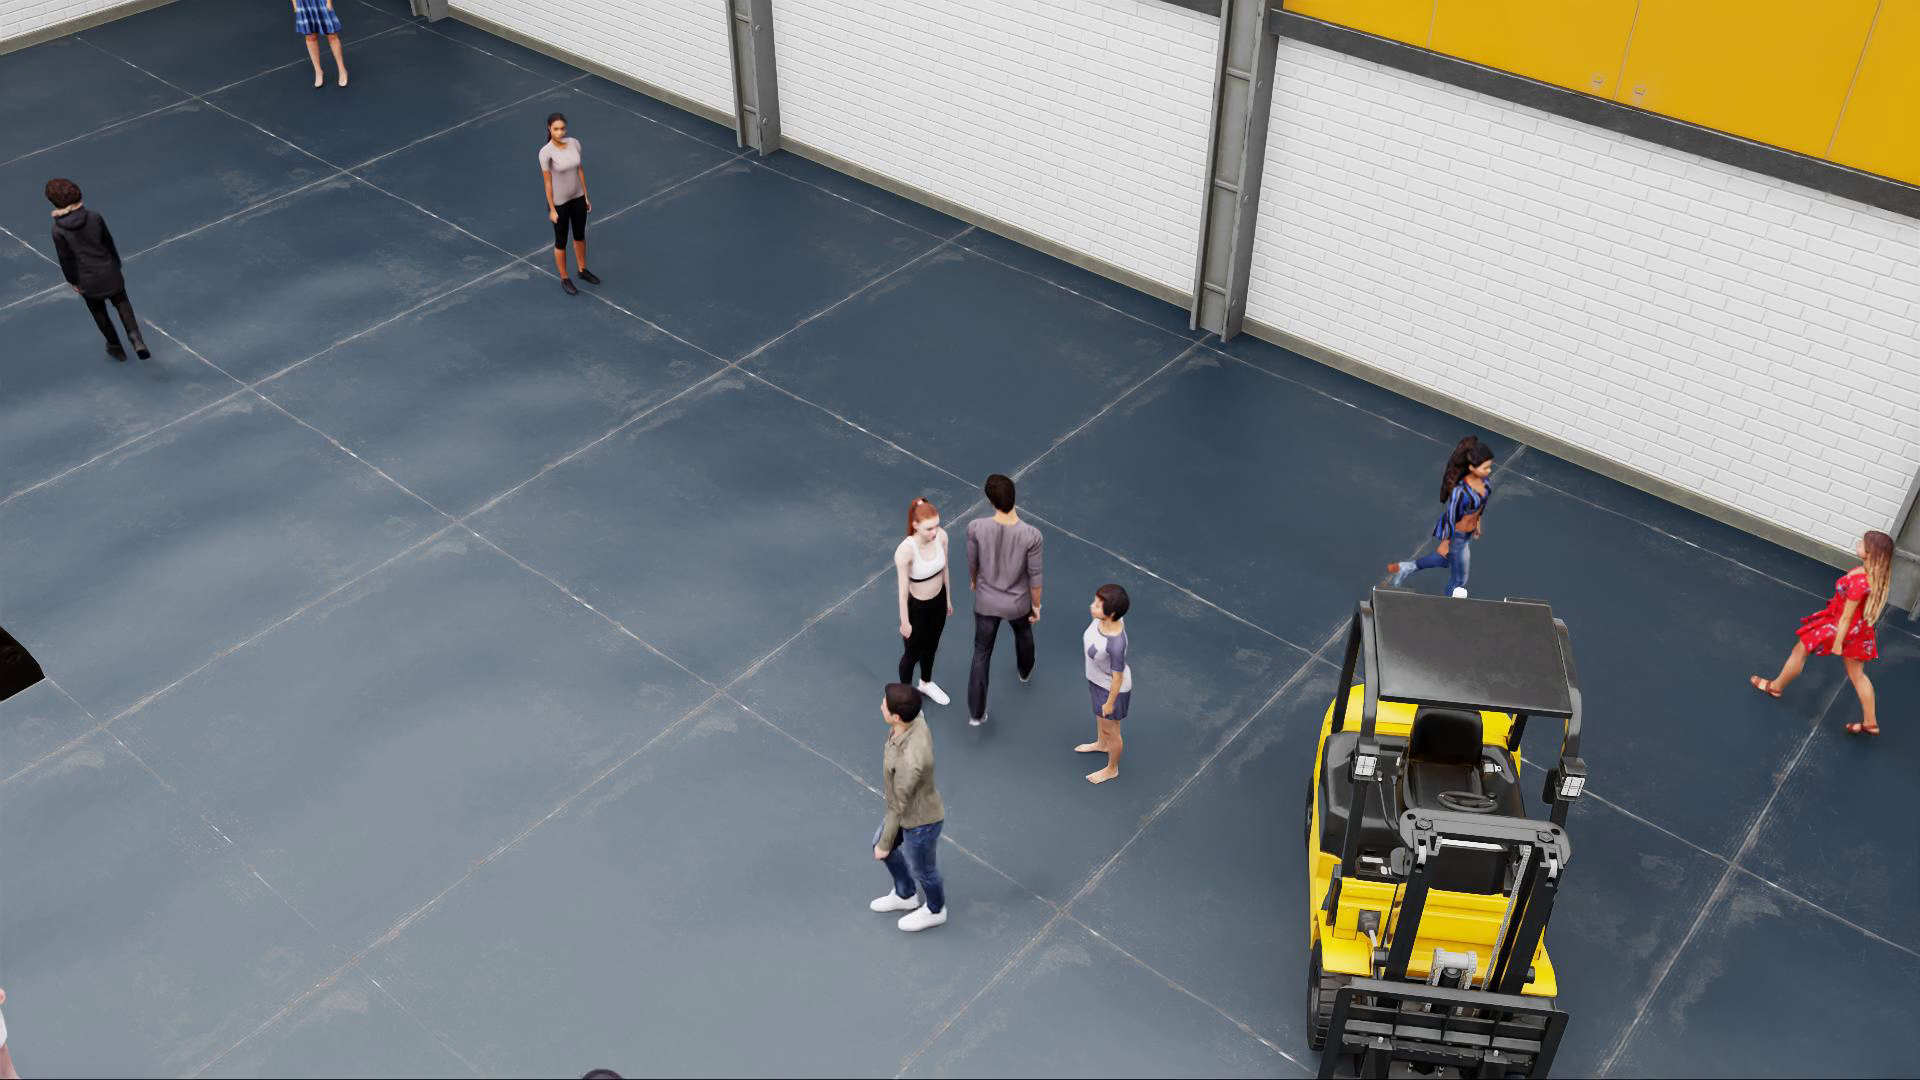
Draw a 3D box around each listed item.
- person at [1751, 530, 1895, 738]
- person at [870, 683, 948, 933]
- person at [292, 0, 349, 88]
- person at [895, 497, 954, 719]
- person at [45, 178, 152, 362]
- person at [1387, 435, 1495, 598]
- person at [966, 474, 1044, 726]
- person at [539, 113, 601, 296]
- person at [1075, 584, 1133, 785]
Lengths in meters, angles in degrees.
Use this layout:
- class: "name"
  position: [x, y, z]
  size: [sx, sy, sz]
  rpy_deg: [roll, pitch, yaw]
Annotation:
- class: "person"
  position: [5.903, 0.637, 10.929]
  size: [0.760, 1.553, 1.135]
  rpy_deg: [-24, 44, -27]
- class: "person"
  position: [-0.172, 1.557, 9.542]
  size: [0.933, 1.845, 0.856]
  rpy_deg: [-8, 39, -10]
- class: "person"
  position: [-7.451, -6.116, 19.182]
  size: [0.750, 1.805, 0.816]
  rpy_deg: [-2, 39, -3]
- class: "person"
  position: [-0.246, 0.441, 11.021]
  size: [0.615, 1.744, 0.546]
  rpy_deg: [-29, 47, -31]
- class: "person"
  position: [-7.458, -2.290, 14.424]
  size: [0.710, 1.765, 0.921]
  rpy_deg: [-28, 47, -31]
- class: "person"
  position: [3.459, -0.073, 11.781]
  size: [0.911, 1.600, 0.609]
  rpy_deg: [27, 46, 29]
- class: "person"
  position: [0.254, 0.436, 10.974]
  size: [1.181, 1.810, 1.102]
  rpy_deg: [7, 39, 9]
- class: "person"
  position: [-3.678, -3.171, 15.543]
  size: [0.533, 1.745, 0.605]
  rpy_deg: [31, 48, 33]
- class: "person"
  position: [0.940, 0.891, 10.601]
  size: [0.712, 1.564, 0.642]
  rpy_deg: [-5, 39, -7]
